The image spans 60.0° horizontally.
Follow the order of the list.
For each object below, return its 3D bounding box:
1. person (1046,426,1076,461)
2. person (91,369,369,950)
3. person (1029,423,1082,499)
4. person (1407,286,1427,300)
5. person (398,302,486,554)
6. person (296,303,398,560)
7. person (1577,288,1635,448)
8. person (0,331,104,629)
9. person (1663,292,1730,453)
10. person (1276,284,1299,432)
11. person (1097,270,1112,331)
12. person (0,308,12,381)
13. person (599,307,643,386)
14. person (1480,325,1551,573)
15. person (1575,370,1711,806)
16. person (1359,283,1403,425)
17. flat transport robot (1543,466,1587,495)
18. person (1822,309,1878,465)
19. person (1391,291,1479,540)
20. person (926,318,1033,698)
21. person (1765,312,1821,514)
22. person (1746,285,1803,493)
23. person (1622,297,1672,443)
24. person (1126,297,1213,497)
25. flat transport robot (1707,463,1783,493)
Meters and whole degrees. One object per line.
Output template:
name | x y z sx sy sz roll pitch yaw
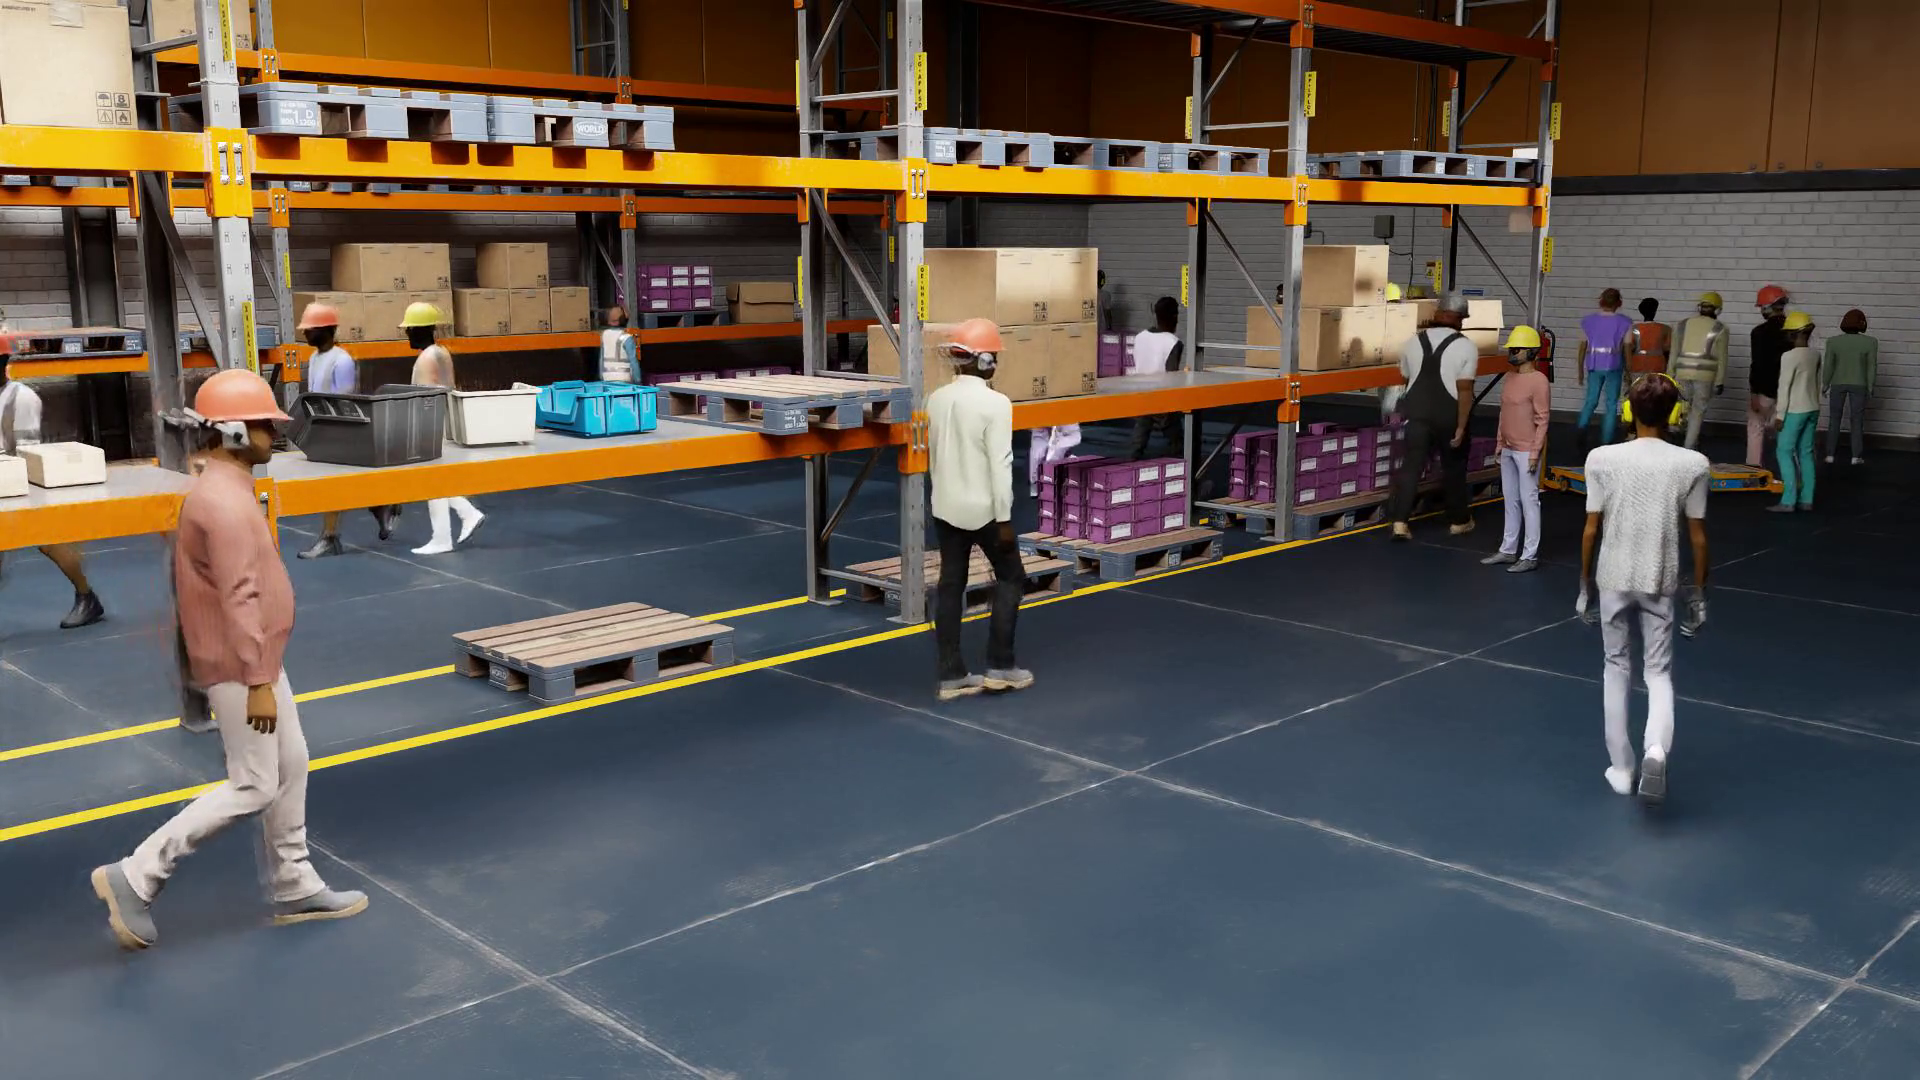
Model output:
person | 1.091 -1.747 17.583 0.570 1.884 0.664 1 10 4
person | -2.489 0.414 5.586 0.769 1.969 0.626 -4 11 -20
person | 0.845 -1.299 15.141 0.453 1.883 0.678 -7 13 -34
person | 6.008 -2.475 21.953 0.484 1.744 0.297 -6 12 -29
person | -3.956 -0.838 12.581 0.481 1.913 0.594 -2 11 -12
person | -4.662 -0.835 12.561 0.793 1.916 0.554 -10 14 -43
person | 7.153 -1.878 18.463 0.578 1.829 0.592 8 13 36
person | -5.635 -0.333 9.908 0.558 1.887 1.032 4 11 21
person | 7.992 -1.777 18.005 0.511 1.799 0.623 -8 13 -38
person | 3.784 -2.031 19.219 0.316 1.861 0.514 0 10 0
person | 2.145 -3.249 25.829 0.509 1.872 0.329 6 12 28
person | -7.684 -0.929 13.114 0.991 1.902 0.644 -7 13 -34
person | -3.697 -1.765 18.412 0.544 1.609 0.692 9 14 40
person | 4.007 -0.650 11.934 0.316 1.769 0.523 -2 11 -13
person | 2.870 0.219 7.004 0.508 1.848 0.647 4 11 19
person | 4.445 -1.729 17.449 0.730 1.897 0.604 -8 13 -36
flat transport robot | 5.988 -0.501 15.207 0.652 0.197 1.431 -2 11 -8
person | 9.366 -1.609 17.532 0.499 1.632 0.285 7 13 34
person | 3.767 -1.010 13.150 0.685 2.000 1.062 9 14 42
person | 0.137 -0.167 8.714 0.646 1.975 0.672 10 14 44
person | 7.270 -1.106 14.492 0.527 1.744 0.406 -7 12 -33
person | 7.753 -1.420 15.683 0.668 1.951 0.936 -3 11 -14
person | 7.888 -1.932 19.126 0.533 1.693 0.322 1 10 8
person | 1.824 -1.222 14.820 1.031 1.858 0.596 -9 13 -39
flat transport robot | 6.972 -0.578 15.625 1.431 0.197 0.652 -1 11 -8
